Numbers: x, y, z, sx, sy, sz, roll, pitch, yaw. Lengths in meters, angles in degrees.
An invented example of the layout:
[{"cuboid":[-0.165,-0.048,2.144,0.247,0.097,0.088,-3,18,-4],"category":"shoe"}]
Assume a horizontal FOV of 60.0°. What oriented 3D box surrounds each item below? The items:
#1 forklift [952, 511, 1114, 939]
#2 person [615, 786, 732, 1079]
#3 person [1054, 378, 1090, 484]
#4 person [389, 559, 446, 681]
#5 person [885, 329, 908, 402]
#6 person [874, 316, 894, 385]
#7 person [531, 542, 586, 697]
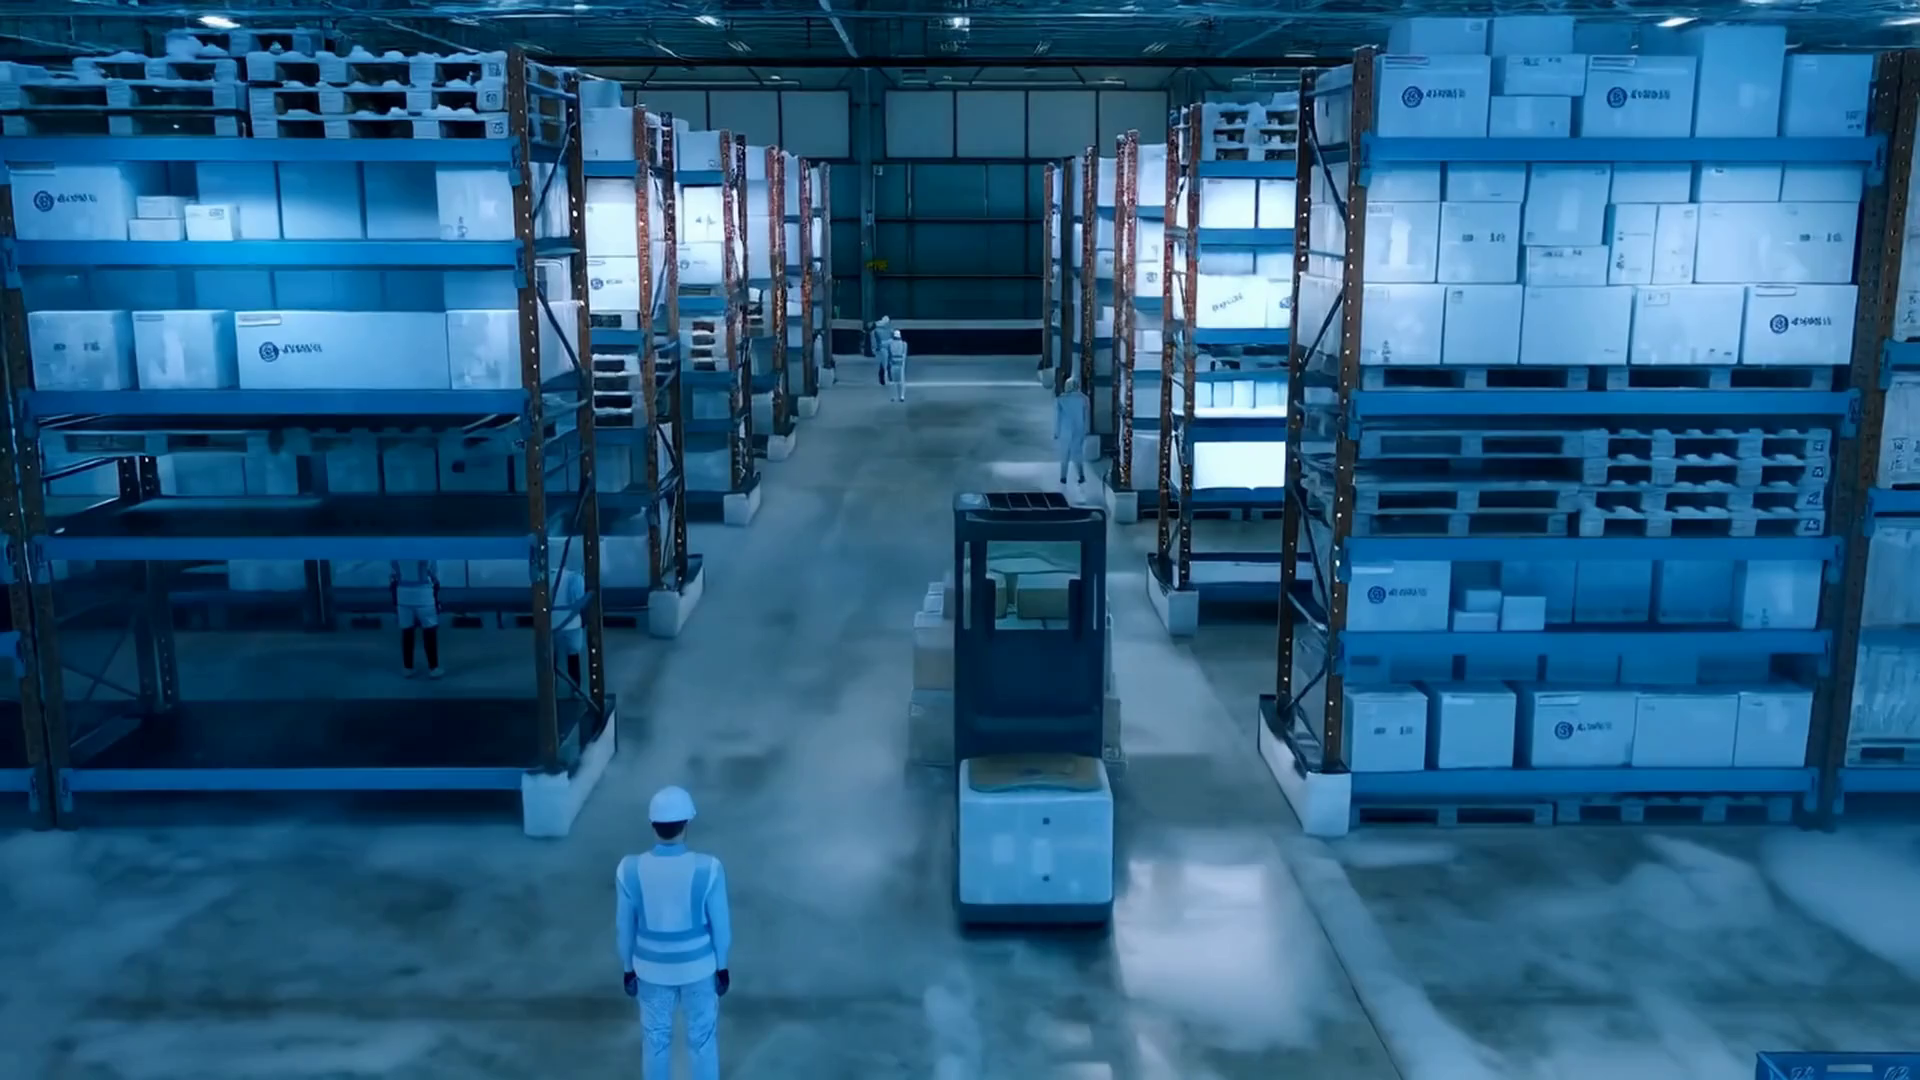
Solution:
[{"cuboid":[0.506,1.184,11.833,1.129,2.768,1.873,0,11,-1],"category":"forklift"},{"cuboid":[-1.513,2.257,8.848,0.604,1.942,0.402,0,11,1],"category":"person"},{"cuboid":[2.002,-1.958,29.843,0.640,1.904,0.401,0,11,1],"category":"person"},{"cuboid":[-5.700,0.644,17.451,0.533,1.698,0.322,0,11,1],"category":"person"},{"cuboid":[-1.609,-4.425,42.213,0.564,1.843,0.395,0,11,1],"category":"person"},{"cuboid":[-2.078,-5.264,46.198,0.588,1.915,0.398,0,11,1],"category":"person"},{"cuboid":[-3.942,0.855,16.403,0.533,1.698,0.322,0,11,1],"category":"person"}]
